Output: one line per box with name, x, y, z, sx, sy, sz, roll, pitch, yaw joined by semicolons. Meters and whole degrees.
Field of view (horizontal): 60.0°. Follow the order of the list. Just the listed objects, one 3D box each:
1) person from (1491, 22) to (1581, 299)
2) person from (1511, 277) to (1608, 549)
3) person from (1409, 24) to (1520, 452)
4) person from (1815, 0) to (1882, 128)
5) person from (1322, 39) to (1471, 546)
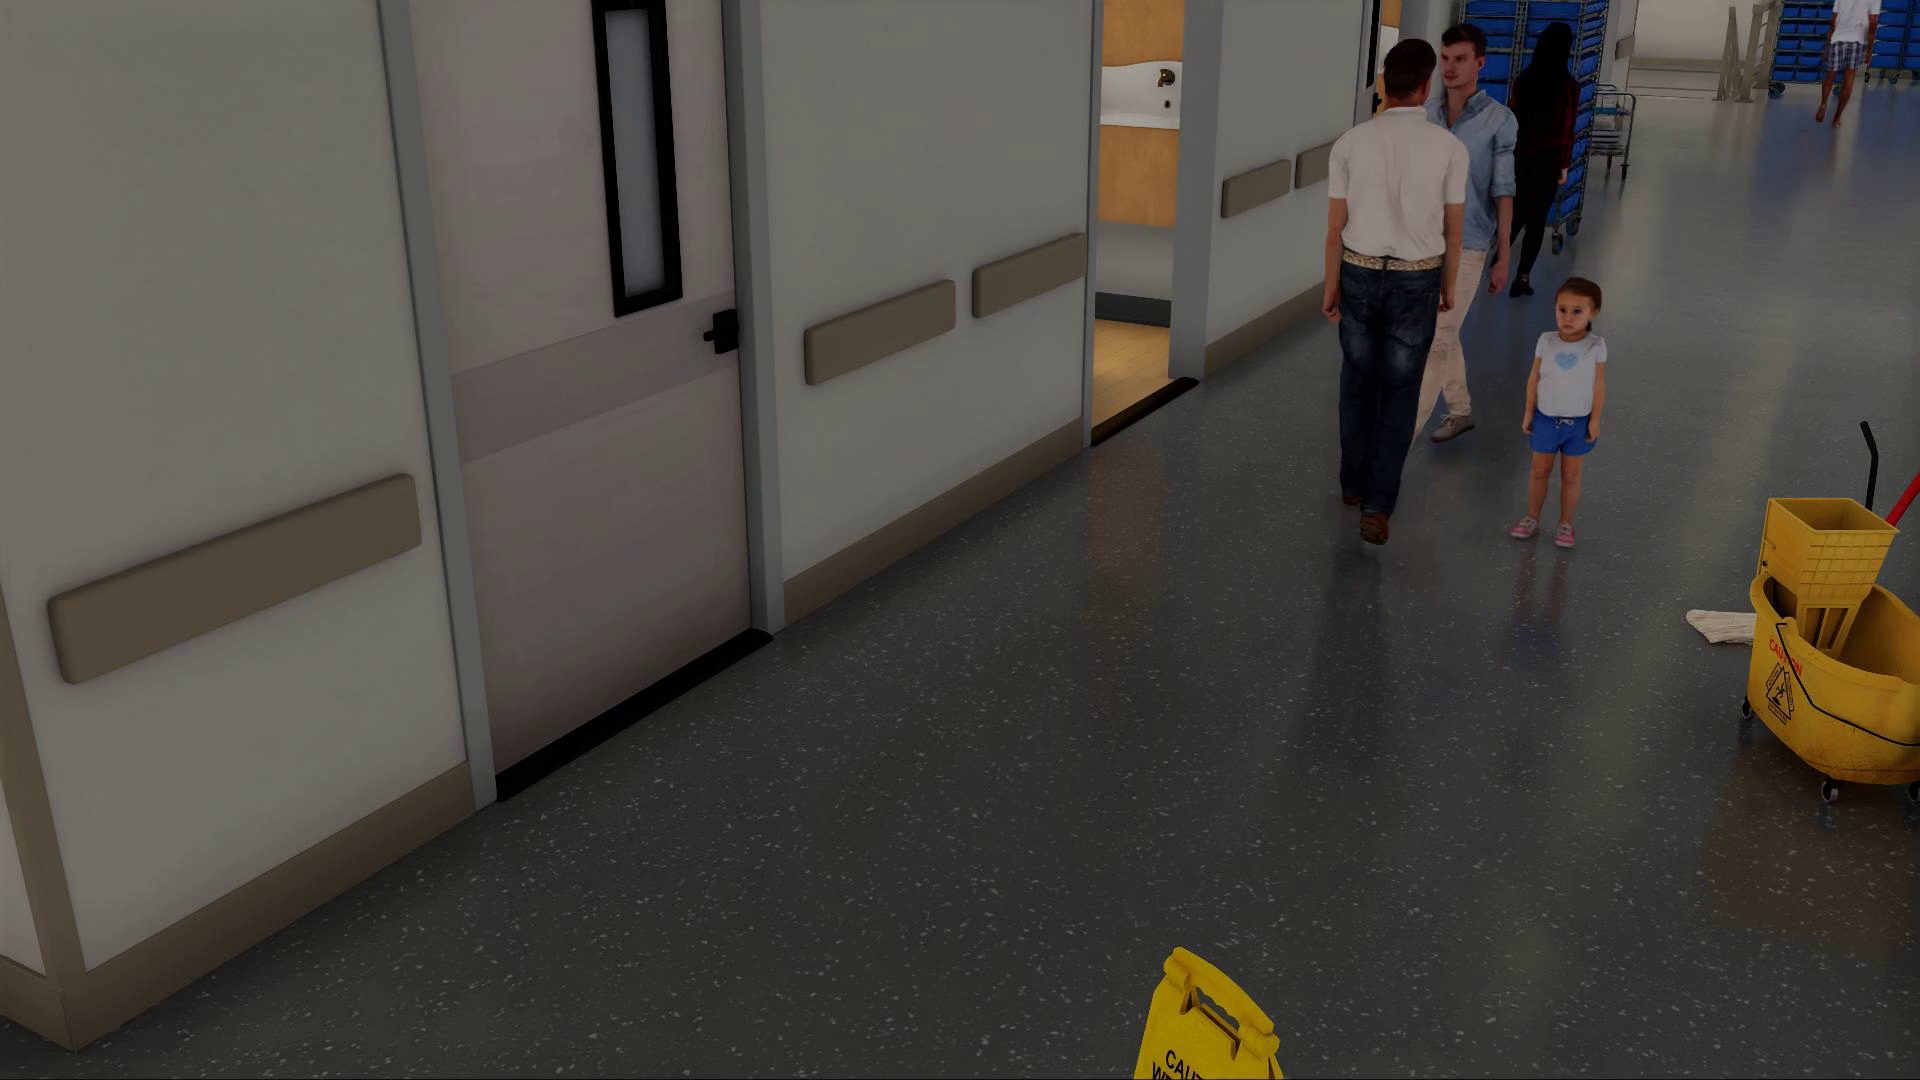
person;3.442;-2.261;10.059;0.809;1.642;0.702;-19;28;-41
person;2.270;-0.481;6.238;0.429;1.019;0.415;13;24;30
person;2.127;-1.227;7.108;0.863;1.798;1.265;19;28;40
person;9.709;-5.401;18.246;0.730;1.715;0.789;17;27;38
person;1.586;-0.876;6.163;0.760;1.812;1.217;8;22;19
